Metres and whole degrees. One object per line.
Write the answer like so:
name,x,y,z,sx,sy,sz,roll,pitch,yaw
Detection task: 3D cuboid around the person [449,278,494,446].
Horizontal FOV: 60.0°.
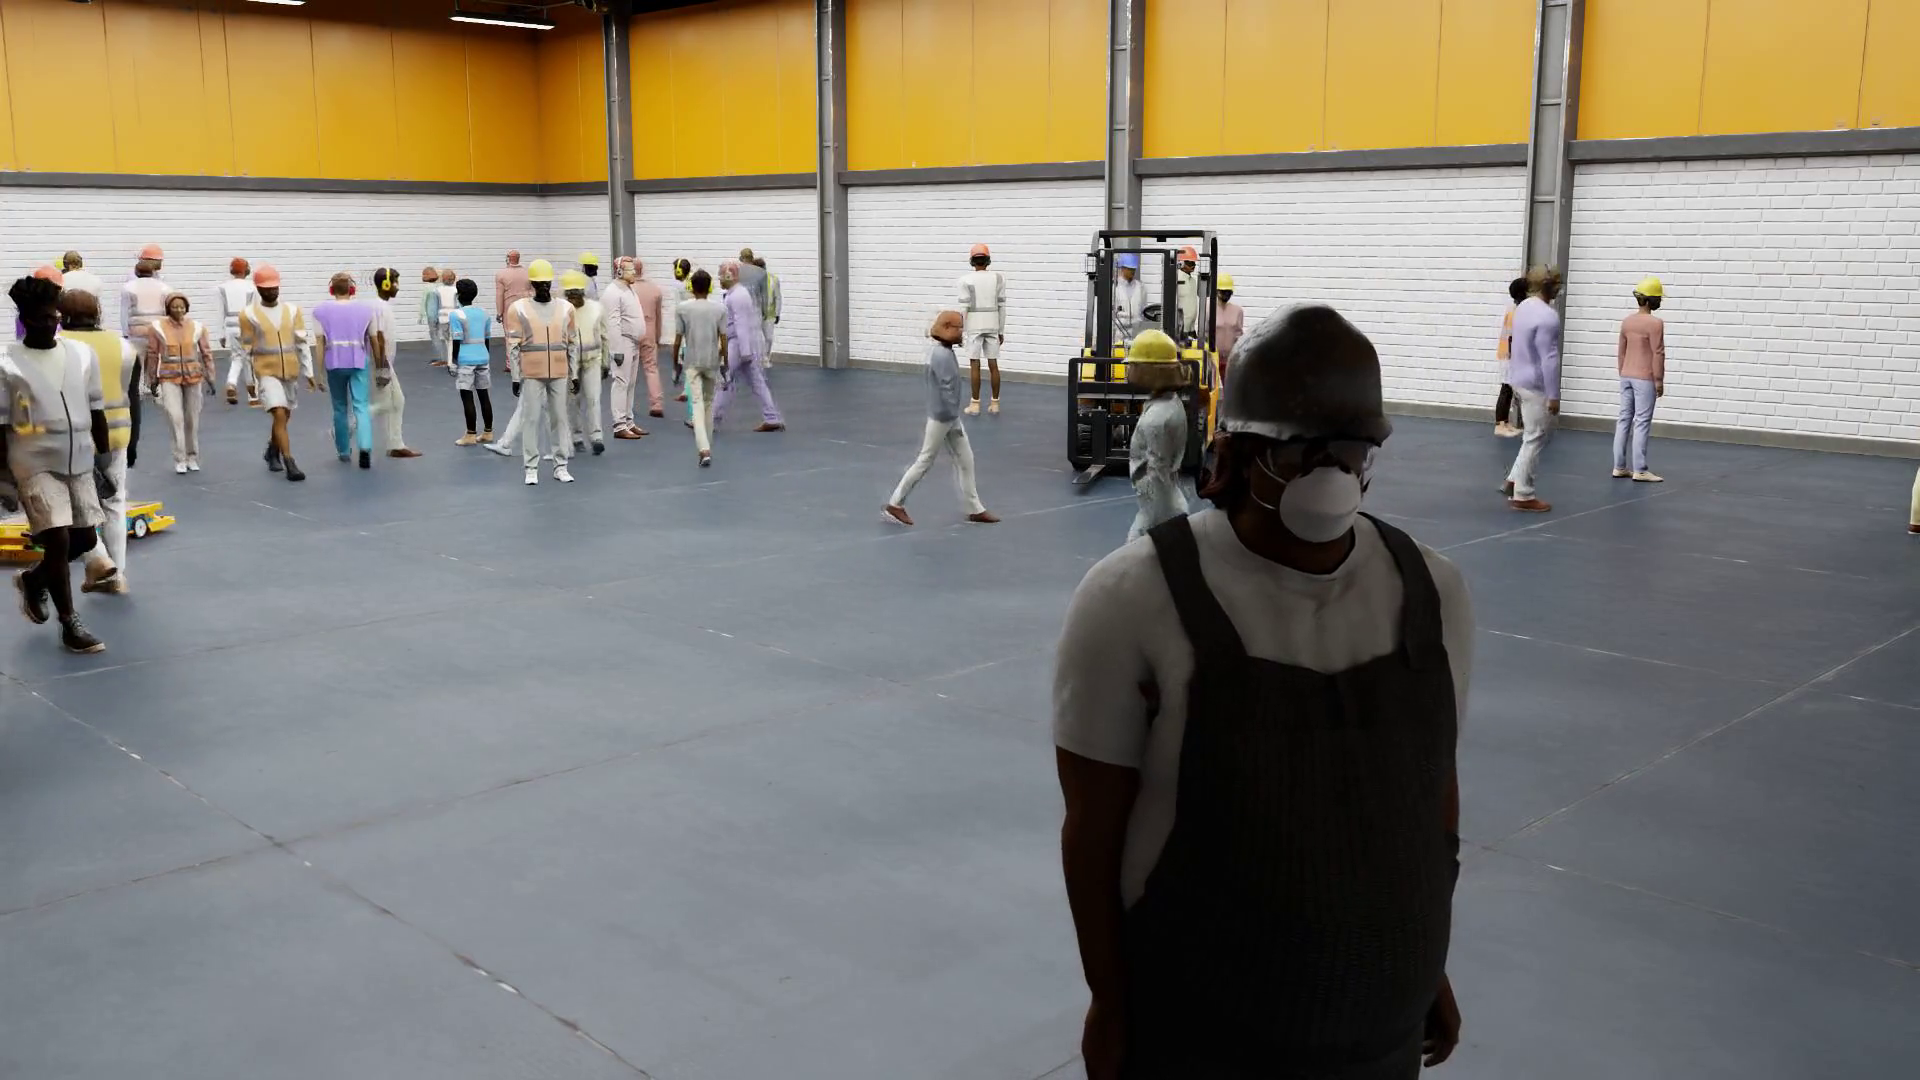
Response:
person,-4.975,-1.800,16.896,0.316,1.695,0.541,5,12,27

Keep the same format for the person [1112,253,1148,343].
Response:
person,2.000,-2.520,20.170,0.627,1.930,0.502,-3,11,-17

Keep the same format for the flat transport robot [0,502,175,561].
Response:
flat transport robot,-6.131,-0.086,11.441,0.652,0.197,1.431,1,10,7

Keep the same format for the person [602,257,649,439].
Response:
person,-3.513,-2.025,17.553,0.409,1.909,0.640,1,10,5

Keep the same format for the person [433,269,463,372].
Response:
person,-7.973,-3.429,26.018,0.521,1.603,0.835,0,10,0

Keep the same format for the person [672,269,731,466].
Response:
person,-2.427,-1.620,15.582,0.535,1.832,0.951,-3,11,-15

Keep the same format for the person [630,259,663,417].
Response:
person,-3.830,-2.393,19.718,0.670,1.852,1.017,-7,12,-32

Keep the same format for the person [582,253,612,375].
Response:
person,-5.563,-3.394,25.149,1.034,1.861,0.592,-1,10,-4

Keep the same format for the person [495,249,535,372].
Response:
person,-6.952,-3.577,26.003,0.651,1.913,0.409,-8,13,-36

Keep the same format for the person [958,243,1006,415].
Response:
person,0.247,-2.498,19.779,0.605,2.037,0.394,-4,11,-20

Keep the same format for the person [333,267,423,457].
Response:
person,-5.591,-1.673,15.856,0.728,1.834,0.579,-3,11,-17

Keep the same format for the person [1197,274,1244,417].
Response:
person,2.667,-1.842,17.008,0.528,1.743,0.410,-4,11,-20

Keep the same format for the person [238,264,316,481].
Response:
person,-6.068,-1.490,14.718,0.553,1.891,1.033,-9,14,-42

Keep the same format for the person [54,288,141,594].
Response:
person,-5.133,-0.564,9.802,0.437,1.826,0.650,7,13,34

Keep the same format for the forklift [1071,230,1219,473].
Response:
forklift,1.804,-1.825,15.677,1.214,2.155,2.313,2,11,13

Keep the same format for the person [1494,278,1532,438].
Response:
person,5.873,-1.934,17.655,0.322,1.691,0.532,5,12,25

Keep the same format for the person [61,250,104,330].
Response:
person,-11.301,-2.741,21.373,0.353,1.936,0.635,6,12,28

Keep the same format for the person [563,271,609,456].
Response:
person,-3.686,-1.699,16.096,0.613,1.780,0.925,-3,11,-16

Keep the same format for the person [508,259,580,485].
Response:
person,-3.561,-1.438,14.295,0.593,1.924,0.381,-6,12,-28

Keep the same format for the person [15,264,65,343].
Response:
person,-7.577,-1.355,13.933,0.557,1.903,0.943,-6,12,-31

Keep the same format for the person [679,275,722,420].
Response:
person,-2.944,-2.178,18.907,0.529,1.708,0.935,0,10,0

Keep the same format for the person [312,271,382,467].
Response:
person,-5.665,-1.580,15.433,0.585,1.809,0.908,-4,11,-22

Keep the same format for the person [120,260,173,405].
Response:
person,-10.289,-2.626,21.075,0.641,1.815,0.680,-7,12,-32

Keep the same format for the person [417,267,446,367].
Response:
person,-8.638,-3.633,27.103,0.623,1.610,0.521,4,11,21

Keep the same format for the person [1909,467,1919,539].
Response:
person,6.912,-0.805,11.663,0.270,1.627,0.503,2,11,12

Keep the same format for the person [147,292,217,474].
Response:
person,-6.936,-1.395,14.876,0.538,1.612,0.685,-7,12,-34

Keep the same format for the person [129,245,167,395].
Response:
person,-10.668,-2.910,22.120,0.925,1.999,0.625,1,10,5

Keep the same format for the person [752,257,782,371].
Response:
person,-3.169,-3.596,26.422,0.647,1.809,0.827,-3,11,-15

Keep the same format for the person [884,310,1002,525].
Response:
person,-0.153,-0.894,12.236,0.848,1.593,0.507,2,11,11

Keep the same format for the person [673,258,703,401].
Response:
person,-3.431,-2.666,21.223,0.603,1.849,0.528,5,12,26

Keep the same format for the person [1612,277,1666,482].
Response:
person,5.939,-1.393,14.485,0.321,1.769,0.523,-3,11,-16

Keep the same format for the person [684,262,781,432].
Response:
person,-2.437,-2.069,17.966,1.040,1.844,0.636,0,10,0

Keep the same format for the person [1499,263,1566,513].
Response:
person,4.452,-1.157,12.774,0.448,1.919,0.649,0,10,1

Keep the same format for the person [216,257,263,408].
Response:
person,-8.840,-2.544,20.489,0.587,1.873,0.491,0,10,-1

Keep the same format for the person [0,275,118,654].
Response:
person,-4.731,-0.397,8.596,0.748,1.936,0.611,6,12,30

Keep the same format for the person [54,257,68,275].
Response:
person,-12.779,-3.124,23.777,0.576,1.821,0.615,5,12,26

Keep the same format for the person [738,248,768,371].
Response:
person,-3.323,-3.612,26.126,0.630,1.937,0.373,-3,11,-18

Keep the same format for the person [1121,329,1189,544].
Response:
person,0.978,-0.092,7.538,0.722,1.720,0.489,3,11,17

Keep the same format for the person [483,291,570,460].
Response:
person,-4.115,-1.540,15.717,0.843,1.596,0.533,-2,11,-12

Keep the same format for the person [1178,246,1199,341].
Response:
person,2.796,-2.653,20.734,0.396,1.992,0.622,7,12,33
